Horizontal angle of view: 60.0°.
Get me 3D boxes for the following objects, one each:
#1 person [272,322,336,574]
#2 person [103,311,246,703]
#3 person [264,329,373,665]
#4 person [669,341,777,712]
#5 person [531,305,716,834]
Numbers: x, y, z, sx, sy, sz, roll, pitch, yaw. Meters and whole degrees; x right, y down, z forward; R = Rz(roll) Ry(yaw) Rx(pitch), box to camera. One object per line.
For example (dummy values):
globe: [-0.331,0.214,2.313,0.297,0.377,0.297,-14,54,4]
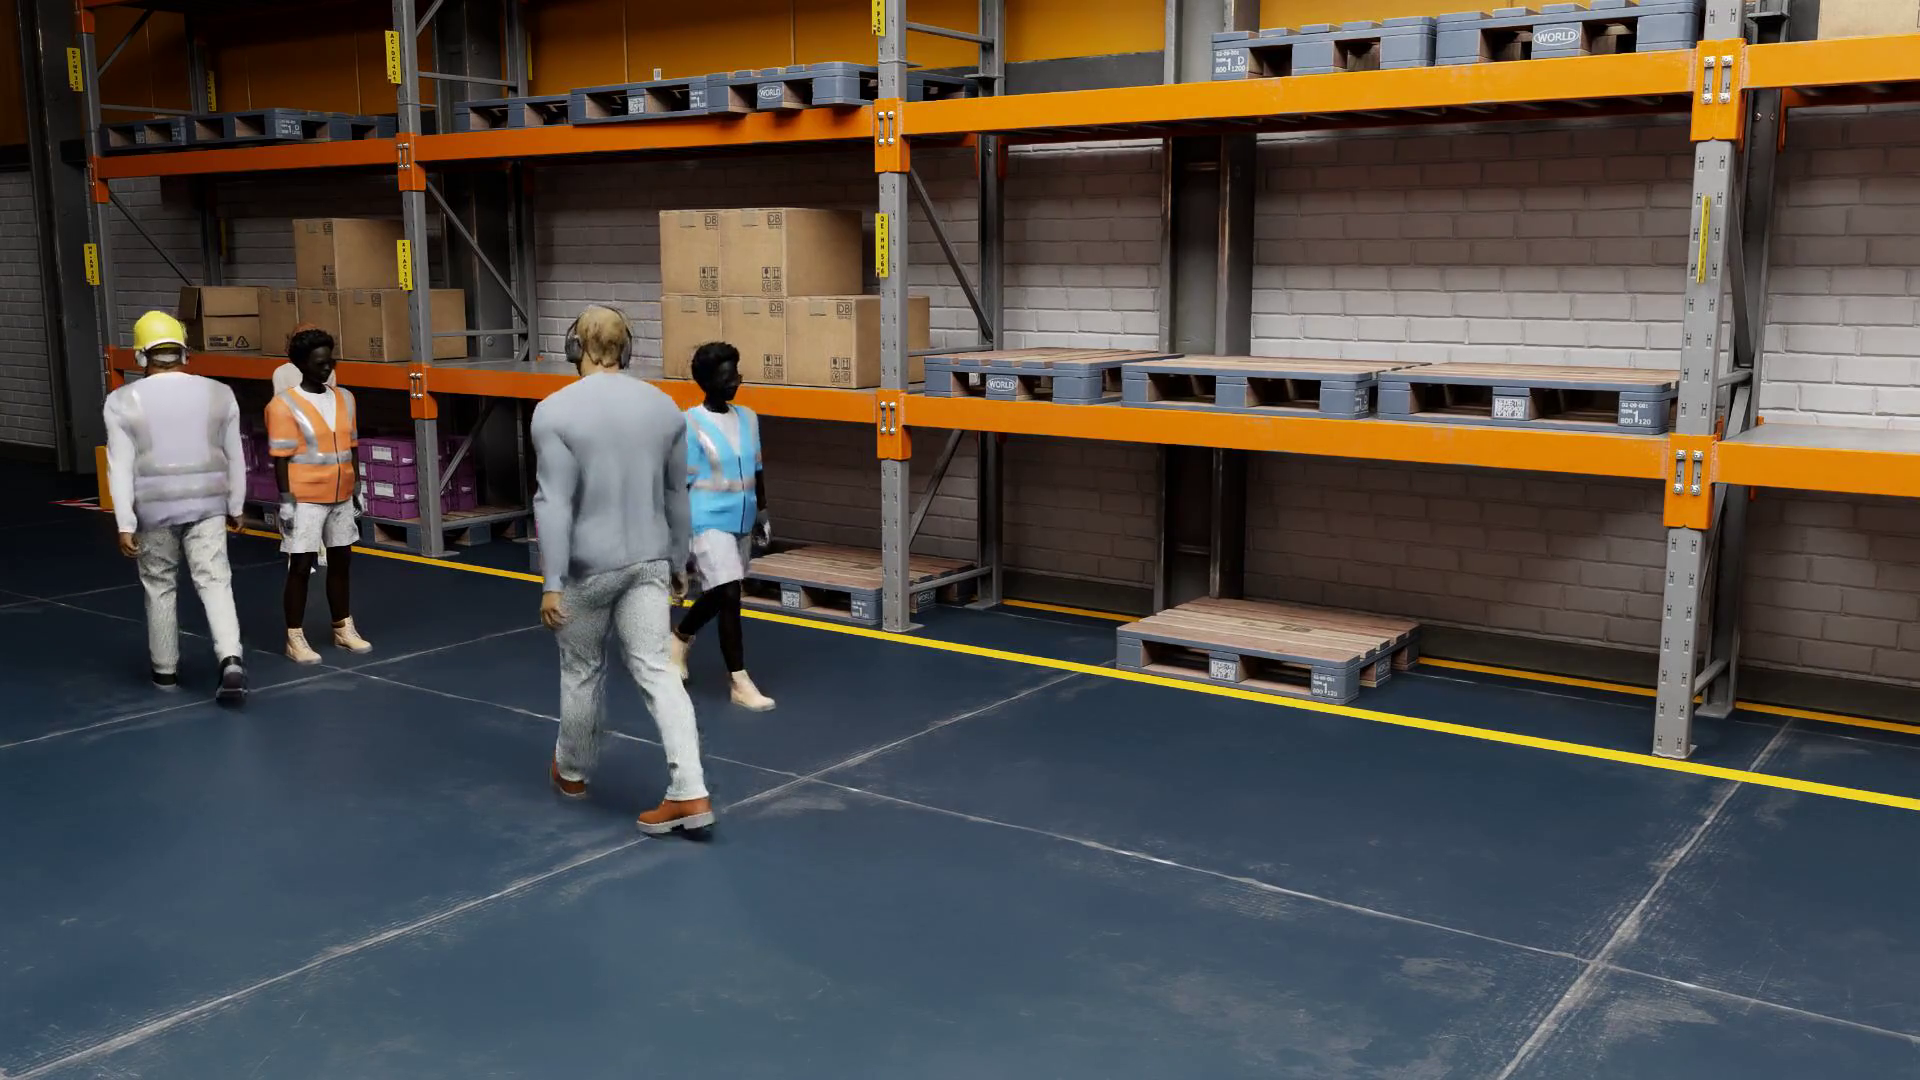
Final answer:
person: [-4.238,-0.599,10.843,0.277,1.629,0.497,5,11,28]
person: [-3.558,-0.145,7.627,0.605,1.808,0.842,-7,12,-37]
person: [-3.237,-0.218,8.396,0.320,1.687,0.533,5,11,28]
person: [-1.146,-0.082,7.640,0.781,1.669,0.537,7,12,34]
person: [-1.224,0.102,5.976,0.688,1.879,1.015,-8,12,-39]
